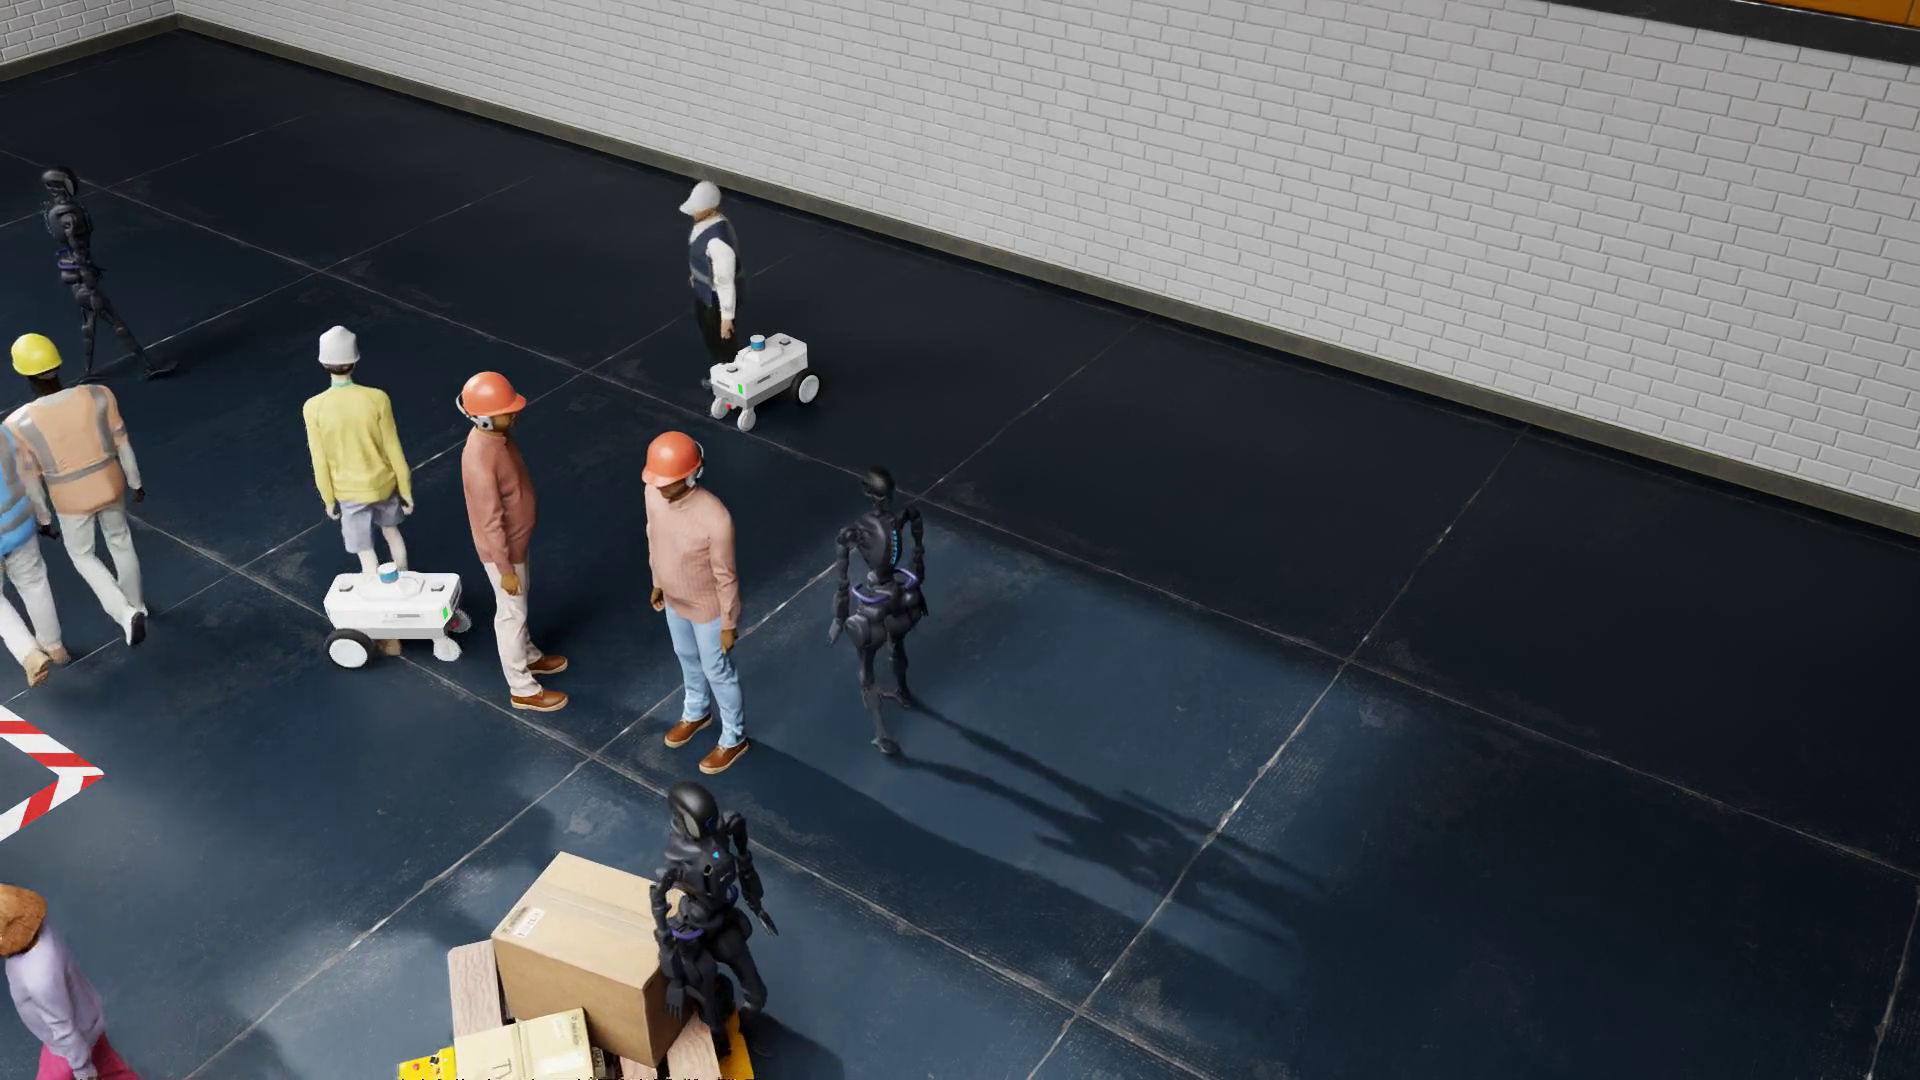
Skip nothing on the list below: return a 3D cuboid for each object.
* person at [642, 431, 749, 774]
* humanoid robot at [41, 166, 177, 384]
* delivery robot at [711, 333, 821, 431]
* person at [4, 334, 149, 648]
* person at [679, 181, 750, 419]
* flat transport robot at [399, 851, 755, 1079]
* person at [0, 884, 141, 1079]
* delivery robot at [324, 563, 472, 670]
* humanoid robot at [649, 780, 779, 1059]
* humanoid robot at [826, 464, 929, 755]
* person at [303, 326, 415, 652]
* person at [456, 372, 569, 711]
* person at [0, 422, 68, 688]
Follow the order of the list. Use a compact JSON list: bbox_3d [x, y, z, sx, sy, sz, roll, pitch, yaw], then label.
[{"bbox_3d":[-1.339,0.305,8.336,0.615,1.986,0.401,29,44,35],"label":"person"},{"bbox_3d":[-6.096,-1.874,11.737,0.713,1.634,0.608,-17,38,-22],"label":"humanoid robot"},{"bbox_3d":[-1.390,-1.154,11.669,0.499,0.601,0.802,25,42,32],"label":"delivery robot"},{"bbox_3d":[-4.811,-0.251,9.196,0.595,1.914,0.650,-29,44,-35],"label":"person"},{"bbox_3d":[-1.657,-1.653,11.354,0.423,1.734,0.810,-11,36,-15],"label":"person"},{"bbox_3d":[-1.611,2.279,7.006,1.431,0.231,0.659,-10,36,-14],"label":"flat transport robot"},{"bbox_3d":[-3.477,1.898,6.372,0.502,1.619,0.514,-17,38,-22],"label":"person"},{"bbox_3d":[-3.212,0.401,9.446,0.797,0.599,0.499,0,35,0],"label":"delivery robot"},{"bbox_3d":[-1.005,1.610,6.726,0.328,1.649,0.596,21,40,27],"label":"humanoid robot"},{"bbox_3d":[-0.401,0.349,8.577,0.609,1.648,0.510,-24,42,-31],"label":"humanoid robot"},{"bbox_3d":[-3.313,-0.270,9.297,0.496,1.841,0.694,-17,38,-22],"label":"person"},{"bbox_3d":[-2.361,0.000,8.760,0.390,1.994,0.610,-4,35,-6],"label":"person"},{"bbox_3d":[-5.170,0.008,8.905,0.553,1.819,0.633,27,43,33],"label":"person"}]
